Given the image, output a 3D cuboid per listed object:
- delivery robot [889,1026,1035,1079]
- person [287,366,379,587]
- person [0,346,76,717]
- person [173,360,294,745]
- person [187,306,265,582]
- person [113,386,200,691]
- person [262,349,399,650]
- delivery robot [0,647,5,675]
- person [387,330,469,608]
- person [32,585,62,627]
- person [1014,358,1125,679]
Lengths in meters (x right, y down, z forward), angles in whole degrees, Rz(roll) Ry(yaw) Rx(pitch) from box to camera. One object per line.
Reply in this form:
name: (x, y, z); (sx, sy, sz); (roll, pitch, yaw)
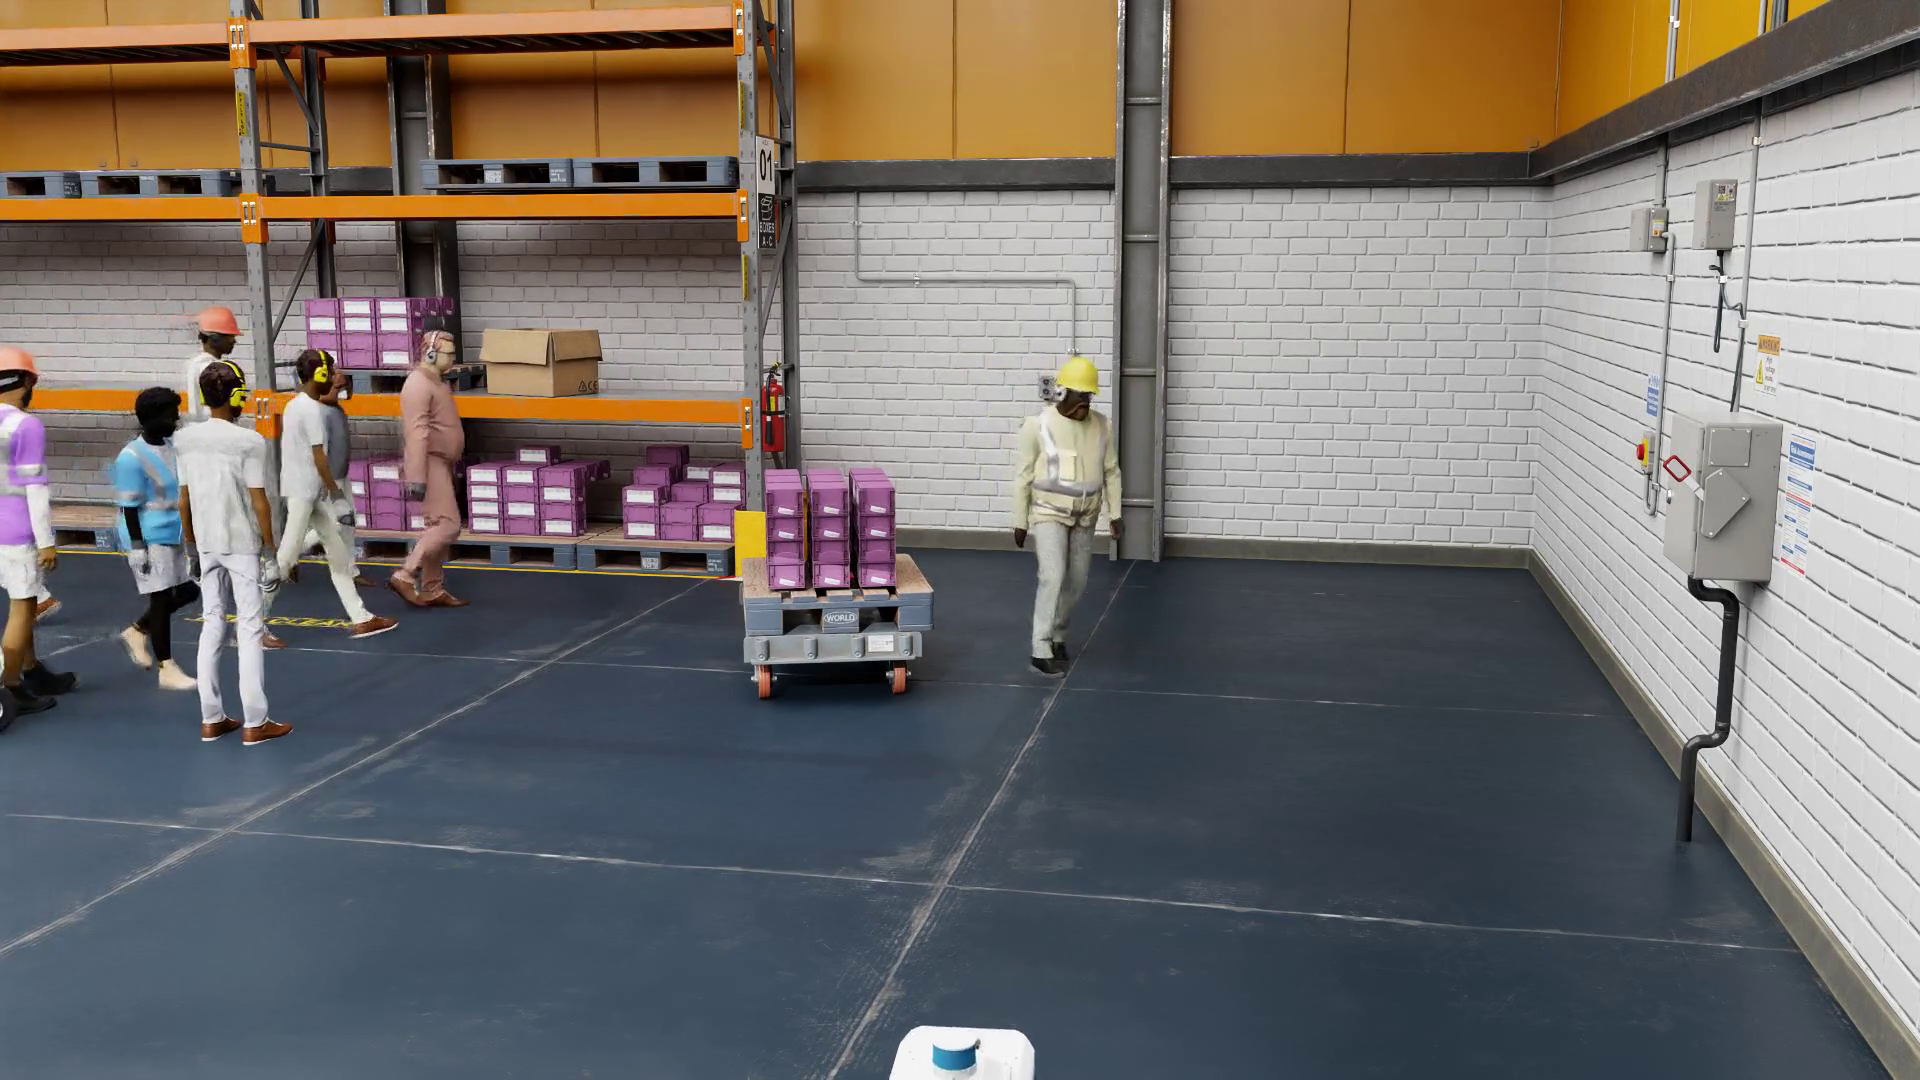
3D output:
delivery robot: (-0.013, 1.372, 3.824); (0.477, 0.478, 0.707); (1, 9, 6)
person: (-4.511, -0.430, 11.785); (0.572, 1.609, 0.508); (-1, 9, -4)
person: (-4.857, -0.048, 8.624); (0.578, 1.900, 0.518); (6, 11, 32)
person: (-3.529, 0.065, 8.069); (0.509, 1.860, 0.317); (2, 10, 13)
person: (-5.411, -0.656, 11.917); (0.671, 2.023, 0.641); (-6, 11, -31)
person: (-4.403, -0.004, 9.019); (0.514, 1.674, 0.550); (1, 10, 8)
person: (-3.980, -0.249, 10.132); (0.958, 1.811, 0.628); (-4, 10, -25)
delivery robot: (-5.102, 0.655, 8.143); (0.707, 0.478, 0.477); (-8, 12, -39)
person: (-3.545, -0.460, 11.184); (0.438, 1.879, 0.650); (-2, 10, -9)
person: (-6.220, -0.337, 10.431); (0.944, 1.894, 0.652); (-5, 11, -29)
person: (0.599, -0.146, 9.510); (0.607, 1.797, 0.598); (-5, 11, -27)
